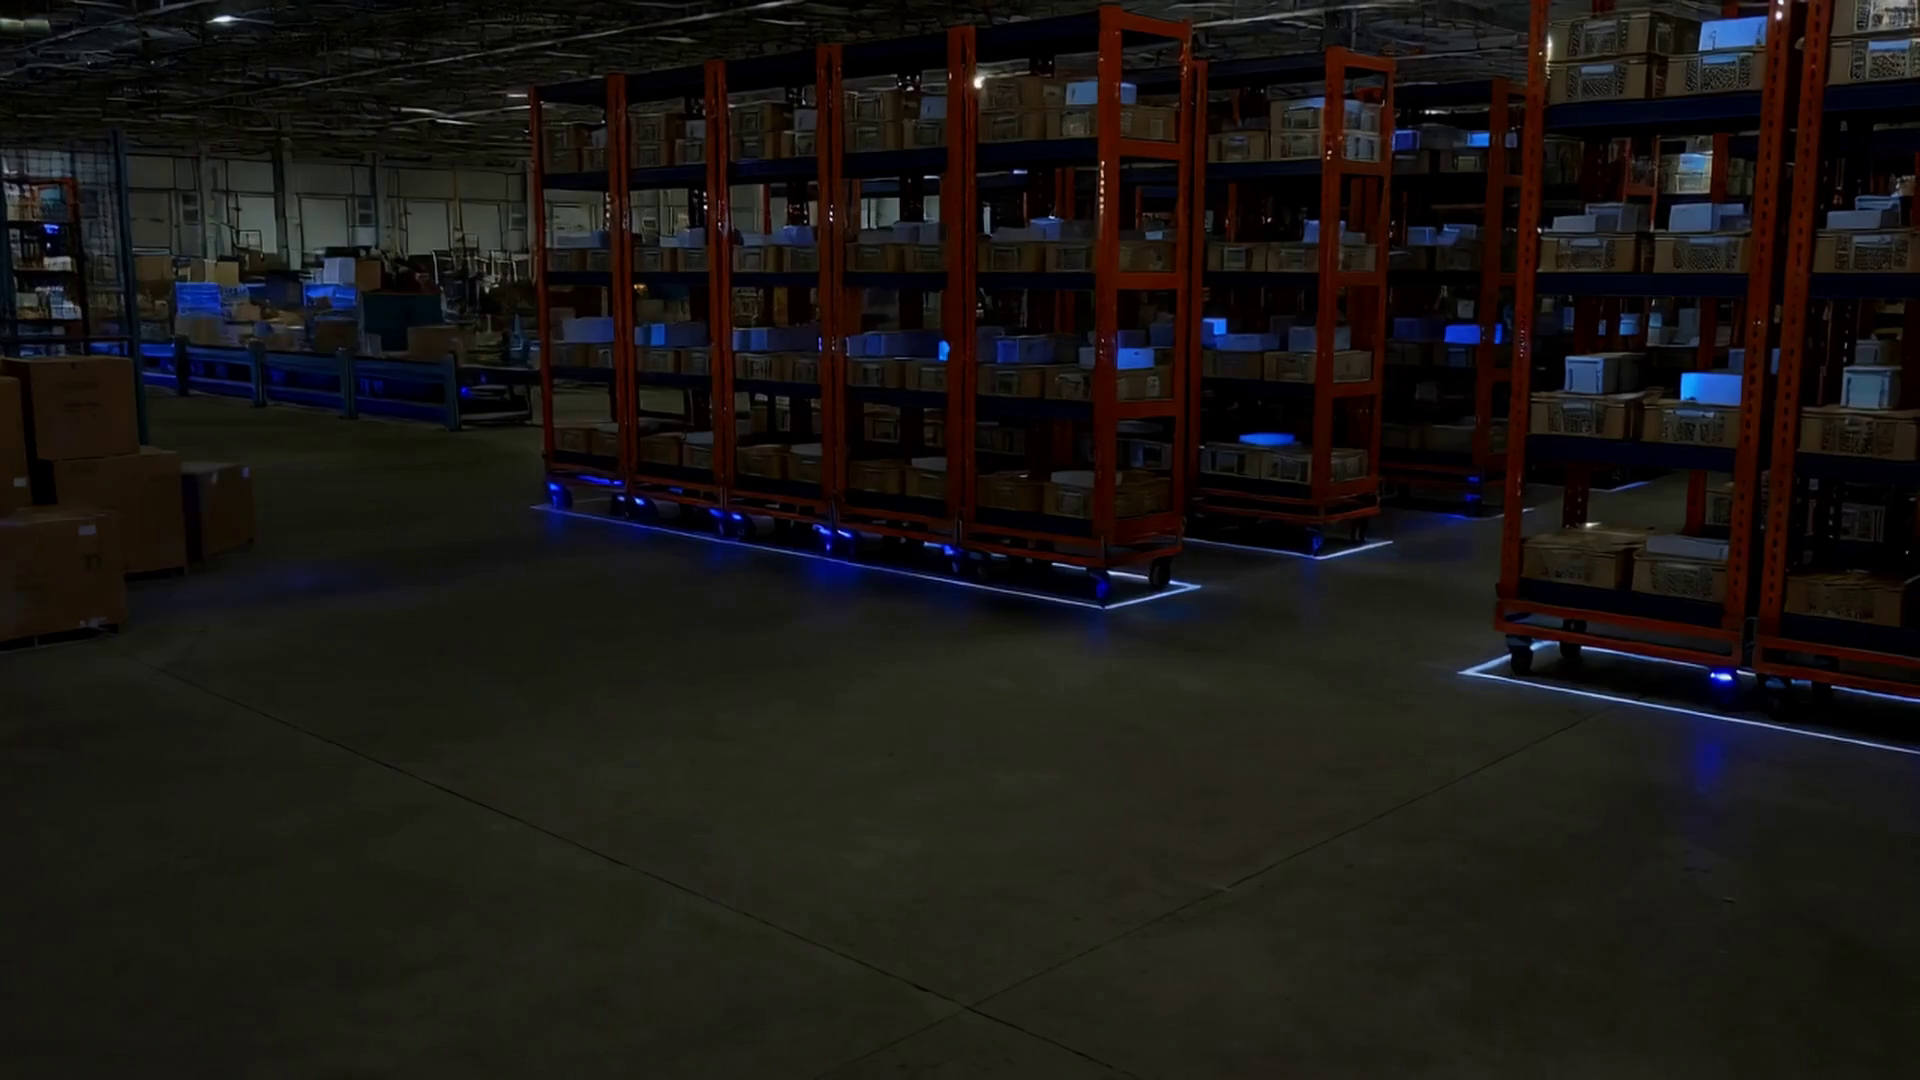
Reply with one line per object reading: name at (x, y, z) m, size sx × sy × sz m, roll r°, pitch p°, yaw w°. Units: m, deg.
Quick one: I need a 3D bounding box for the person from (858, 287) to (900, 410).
person at (-0.954, -2.143, 19.968) m, size 1.019 × 1.941 × 0.638 m, roll -8°, pitch 12°, yaw -39°

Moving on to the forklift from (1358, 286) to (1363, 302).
forklift at (11.100, -7.017, 46.970) m, size 1.873 × 2.768 × 1.129 m, roll 9°, pitch 13°, yaw 43°

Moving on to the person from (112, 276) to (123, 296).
person at (-24.009, -6.578, 47.383) m, size 0.652 × 1.864 × 0.590 m, roll -9°, pitch 13°, yaw -44°

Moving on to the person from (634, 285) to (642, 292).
person at (-17.572, -13.549, 90.219) m, size 0.566 × 1.826 × 0.500 m, roll 2°, pitch 9°, yaw 11°

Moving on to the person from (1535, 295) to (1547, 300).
person at (10.149, -3.658, 29.436) m, size 0.867 × 1.876 × 0.650 m, roll -5°, pitch 11°, yaw -30°

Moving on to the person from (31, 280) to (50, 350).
person at (-20.962, -5.017, 37.955) m, size 0.537 × 1.817 × 0.820 m, roll 2°, pitch 10°, yaw 15°

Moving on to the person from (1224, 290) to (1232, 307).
person at (3.632, -2.412, 22.046) m, size 0.867 × 1.800 × 0.595 m, roll -9°, pitch 13°, yaw -43°

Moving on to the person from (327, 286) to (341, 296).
person at (-19.644, -7.419, 52.393) m, size 0.429 × 1.914 × 0.564 m, roll 2°, pitch 9°, yaw 12°

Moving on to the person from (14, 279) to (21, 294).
person at (-40.528, -10.476, 71.790) m, size 0.321 × 1.697 × 0.529 m, roll 6°, pitch 11°, yaw 33°

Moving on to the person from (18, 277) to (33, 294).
person at (-30.191, -7.721, 53.853) m, size 0.551 × 2.000 × 0.701 m, roll -6°, pitch 11°, yaw -33°

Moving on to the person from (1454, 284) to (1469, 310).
person at (9.058, -3.788, 30.499) m, size 0.660 × 1.788 × 0.764 m, roll 7°, pitch 12°, yaw 37°

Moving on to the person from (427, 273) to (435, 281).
person at (-28.302, -13.386, 89.217) m, size 0.600 × 1.832 × 0.979 m, roll 5°, pitch 10°, yaw 27°

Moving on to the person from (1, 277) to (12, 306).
person at (-45.627, -11.865, 79.743) m, size 0.617 × 1.883 × 0.397 m, roll -2°, pitch 10°, yaw -14°

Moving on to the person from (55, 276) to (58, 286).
person at (-35.490, -9.549, 65.719) m, size 0.947 × 1.824 × 0.554 m, roll -7°, pitch 11°, yaw -36°
